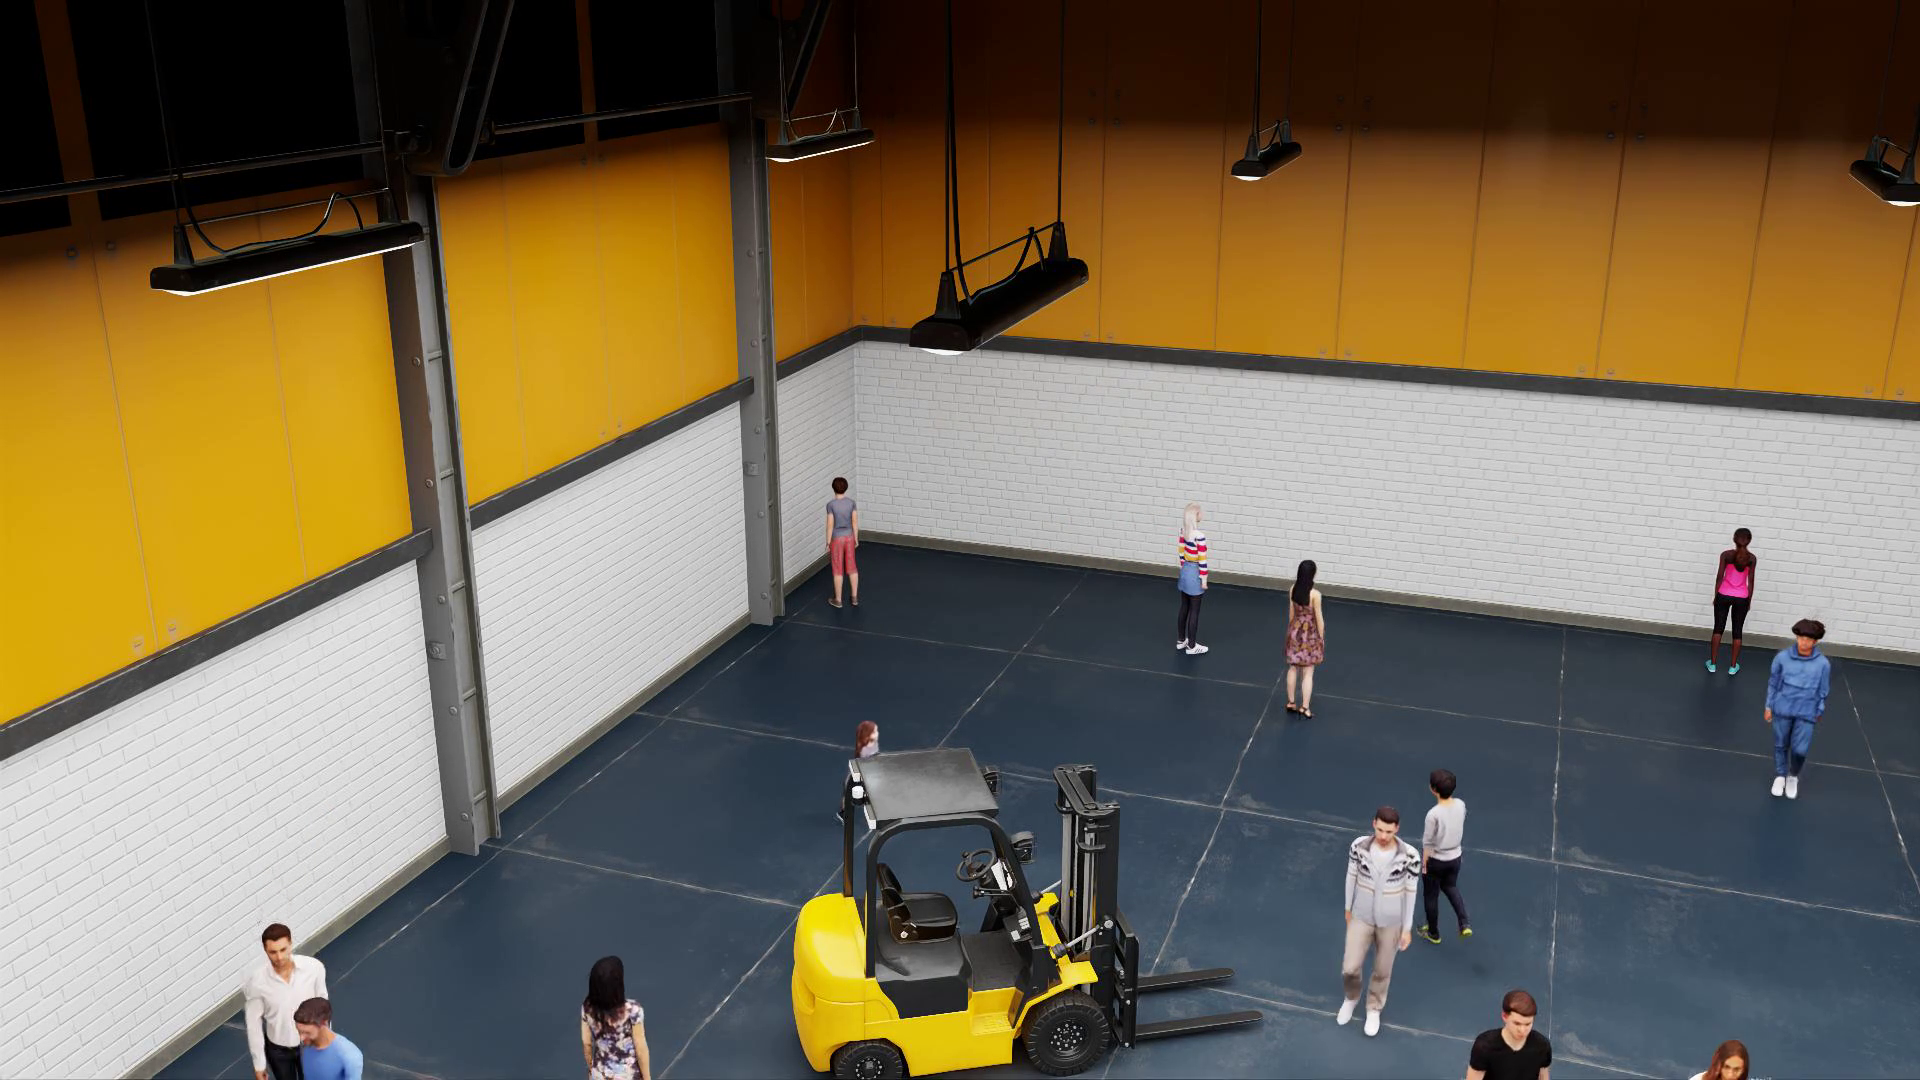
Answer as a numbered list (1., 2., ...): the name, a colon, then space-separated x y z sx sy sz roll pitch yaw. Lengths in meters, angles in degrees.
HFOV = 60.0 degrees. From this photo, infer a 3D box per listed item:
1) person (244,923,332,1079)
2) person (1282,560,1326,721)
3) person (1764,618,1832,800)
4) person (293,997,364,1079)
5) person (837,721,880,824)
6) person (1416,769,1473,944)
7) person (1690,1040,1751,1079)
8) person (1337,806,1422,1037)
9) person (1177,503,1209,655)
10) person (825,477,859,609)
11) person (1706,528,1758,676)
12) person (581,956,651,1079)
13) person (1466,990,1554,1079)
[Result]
1. person: -4.359 3.268 10.858 1.204 1.820 1.257 -9 21 -25
2. person: 3.628 1.046 17.526 0.825 1.775 0.789 -16 24 -39
3. person: 7.990 1.583 15.899 0.734 1.797 0.684 11 22 30
4. person: -3.689 3.506 10.146 0.764 1.824 1.234 10 21 27
5. person: -0.897 2.164 15.294 0.534 1.081 0.703 7 20 19
6. person: 3.915 2.586 13.330 0.795 1.536 0.853 -7 20 -20
7. person: 4.516 3.670 9.924 0.664 1.654 1.039 8 20 23
8. person: 3.122 2.757 12.336 0.665 1.846 0.589 7 20 21
9. person: 2.689 0.427 19.311 0.766 1.809 0.708 -9 20 -24
10. person: -1.473 0.020 20.770 0.663 1.649 0.718 -8 20 -23
11. person: 8.696 0.671 18.725 0.555 1.720 0.553 8 20 22
12. person: -2.186 3.443 10.486 0.654 1.726 0.627 4 19 11
13. person: 3.305 3.490 10.155 0.873 1.848 1.008 -1 19 -3
